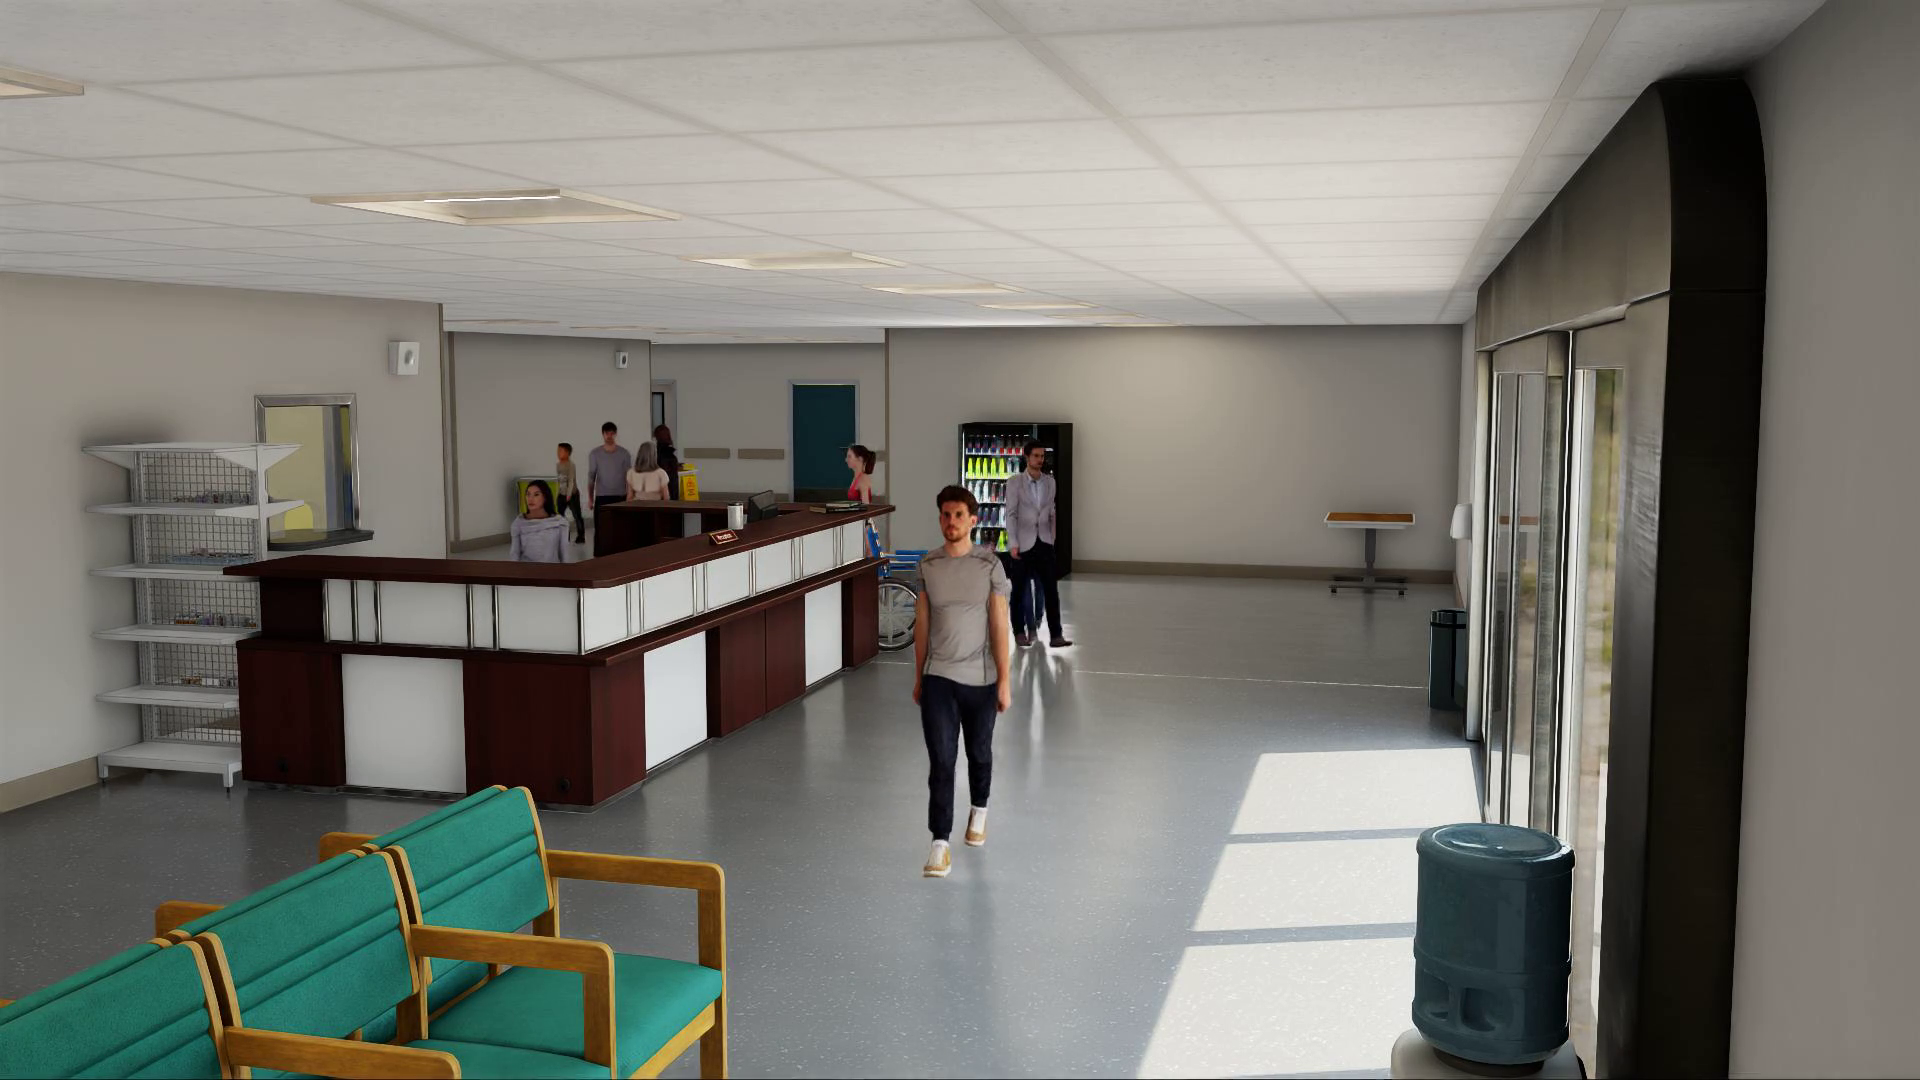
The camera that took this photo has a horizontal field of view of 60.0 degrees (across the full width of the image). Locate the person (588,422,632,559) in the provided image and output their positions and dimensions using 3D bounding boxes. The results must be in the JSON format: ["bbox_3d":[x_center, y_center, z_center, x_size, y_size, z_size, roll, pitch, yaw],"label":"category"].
[{"bbox_3d":[-4.225,-0.506,20.124,0.810,1.846,0.890,-1,6,-13],"label":"person"}]

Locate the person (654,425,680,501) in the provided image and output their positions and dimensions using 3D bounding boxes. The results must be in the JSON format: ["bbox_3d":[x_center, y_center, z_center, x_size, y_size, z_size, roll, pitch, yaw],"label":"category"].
[{"bbox_3d":[-3.605,-0.479,19.995,0.644,1.817,0.726,3,6,24],"label":"person"}]

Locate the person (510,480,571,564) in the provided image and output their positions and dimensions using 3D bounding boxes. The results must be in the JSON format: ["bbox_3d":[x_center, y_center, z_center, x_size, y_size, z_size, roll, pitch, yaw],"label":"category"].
[{"bbox_3d":[-3.235,0.340,12.788,0.617,1.629,0.734,-2,6,-15],"label":"person"}]

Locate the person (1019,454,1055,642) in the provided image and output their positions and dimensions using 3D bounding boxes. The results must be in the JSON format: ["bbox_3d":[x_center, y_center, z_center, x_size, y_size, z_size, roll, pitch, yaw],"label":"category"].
[{"bbox_3d":[0.611,0.088,14.976,1.146,1.693,0.862,0,6,1],"label":"person"}]

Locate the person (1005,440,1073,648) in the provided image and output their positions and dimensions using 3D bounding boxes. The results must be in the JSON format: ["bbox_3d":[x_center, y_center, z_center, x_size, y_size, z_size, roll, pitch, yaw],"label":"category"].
[{"bbox_3d":[0.585,0.043,14.773,1.039,1.824,1.049,-2,6,-19],"label":"person"}]

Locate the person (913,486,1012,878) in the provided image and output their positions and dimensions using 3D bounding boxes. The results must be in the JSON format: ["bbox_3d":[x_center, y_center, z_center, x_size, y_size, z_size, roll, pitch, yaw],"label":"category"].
[{"bbox_3d":[0.027,0.685,8.261,1.153,1.851,0.808,1,6,10],"label":"person"}]

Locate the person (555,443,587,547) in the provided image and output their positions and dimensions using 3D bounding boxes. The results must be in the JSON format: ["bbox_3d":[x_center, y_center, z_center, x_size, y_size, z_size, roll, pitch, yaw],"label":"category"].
[{"bbox_3d":[-5.416,-0.615,23.266,0.956,1.434,0.781,3,7,29],"label":"person"}]

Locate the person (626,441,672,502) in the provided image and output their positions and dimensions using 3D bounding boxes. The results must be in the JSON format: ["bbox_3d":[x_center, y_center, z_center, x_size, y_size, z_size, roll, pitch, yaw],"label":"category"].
[{"bbox_3d":[-3.235,-0.128,17.143,1.113,1.690,0.764,1,6,8],"label":"person"}]
